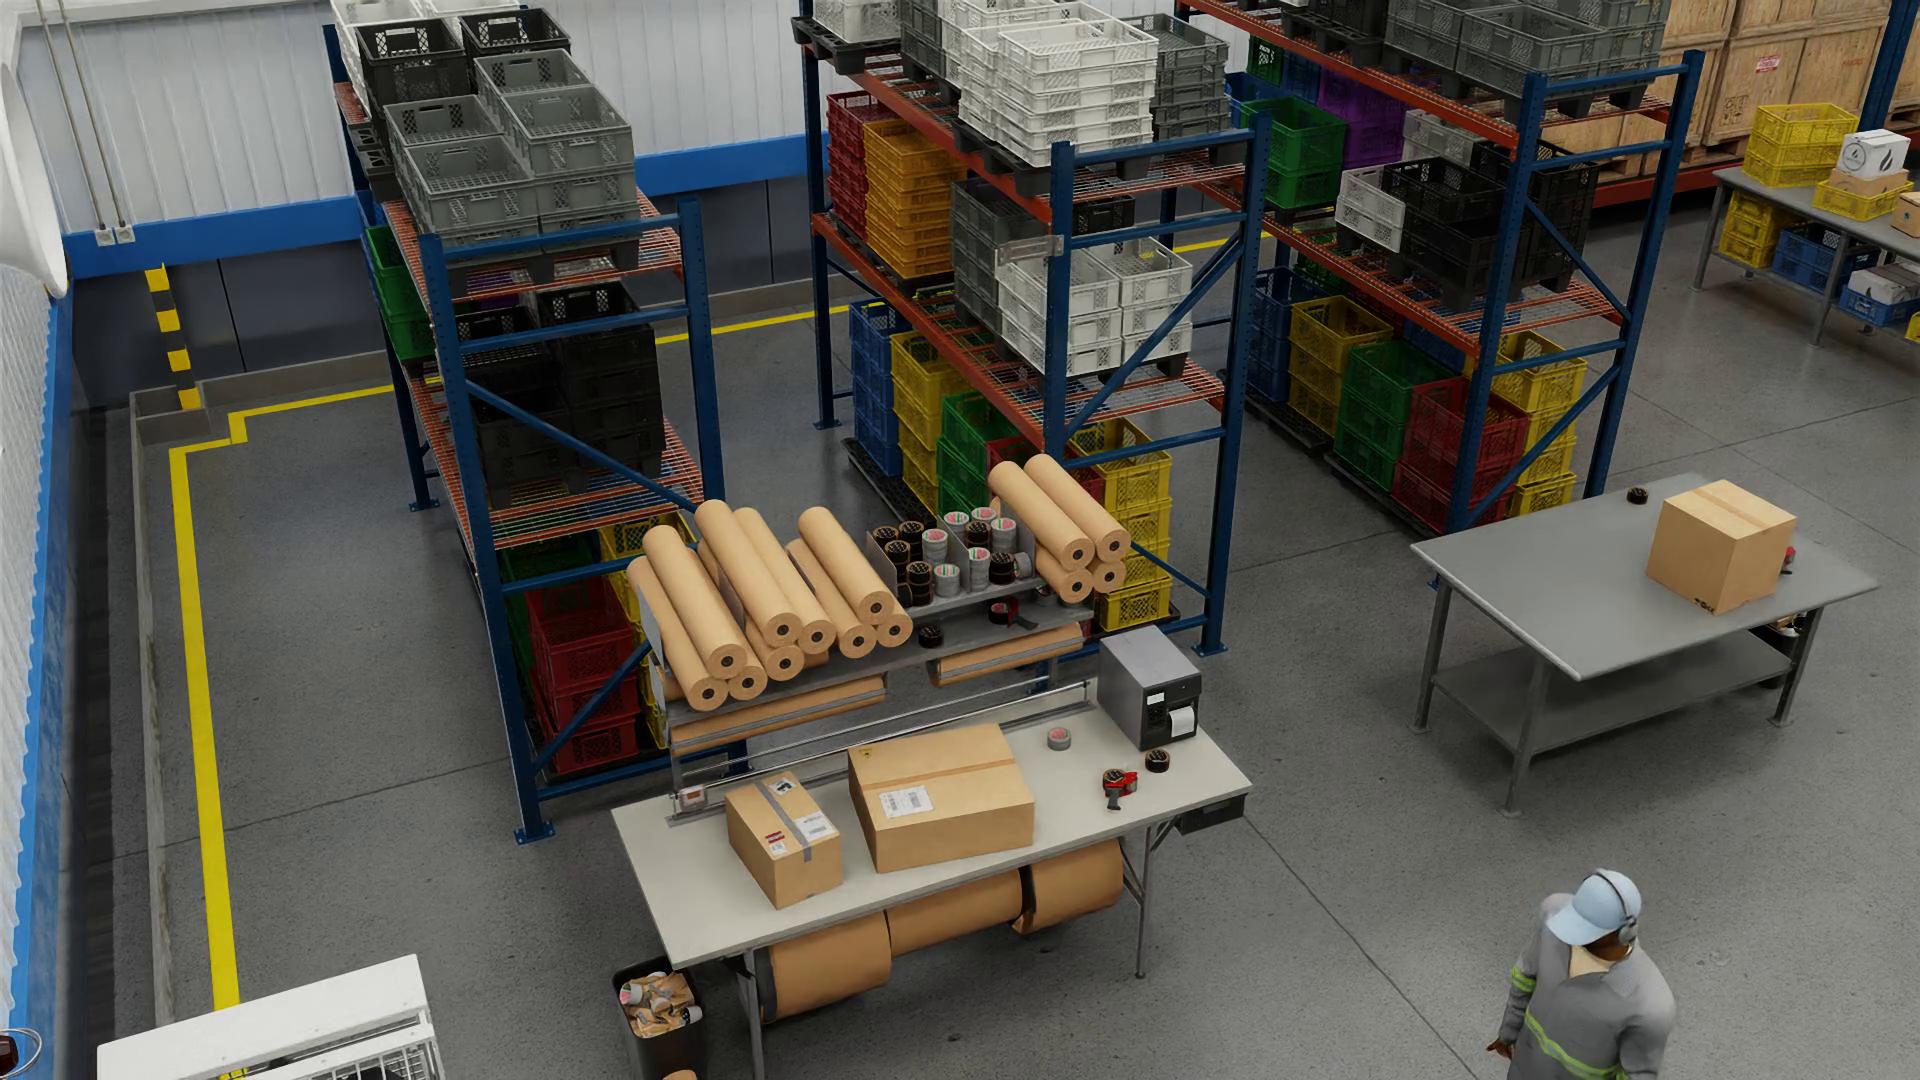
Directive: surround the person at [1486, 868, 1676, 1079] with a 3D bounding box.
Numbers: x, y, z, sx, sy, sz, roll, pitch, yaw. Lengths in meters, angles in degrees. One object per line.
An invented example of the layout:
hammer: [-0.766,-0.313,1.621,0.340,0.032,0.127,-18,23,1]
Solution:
person: [1.992,1.795,5.550,0.397,1.848,0.587,-13,34,-20]
